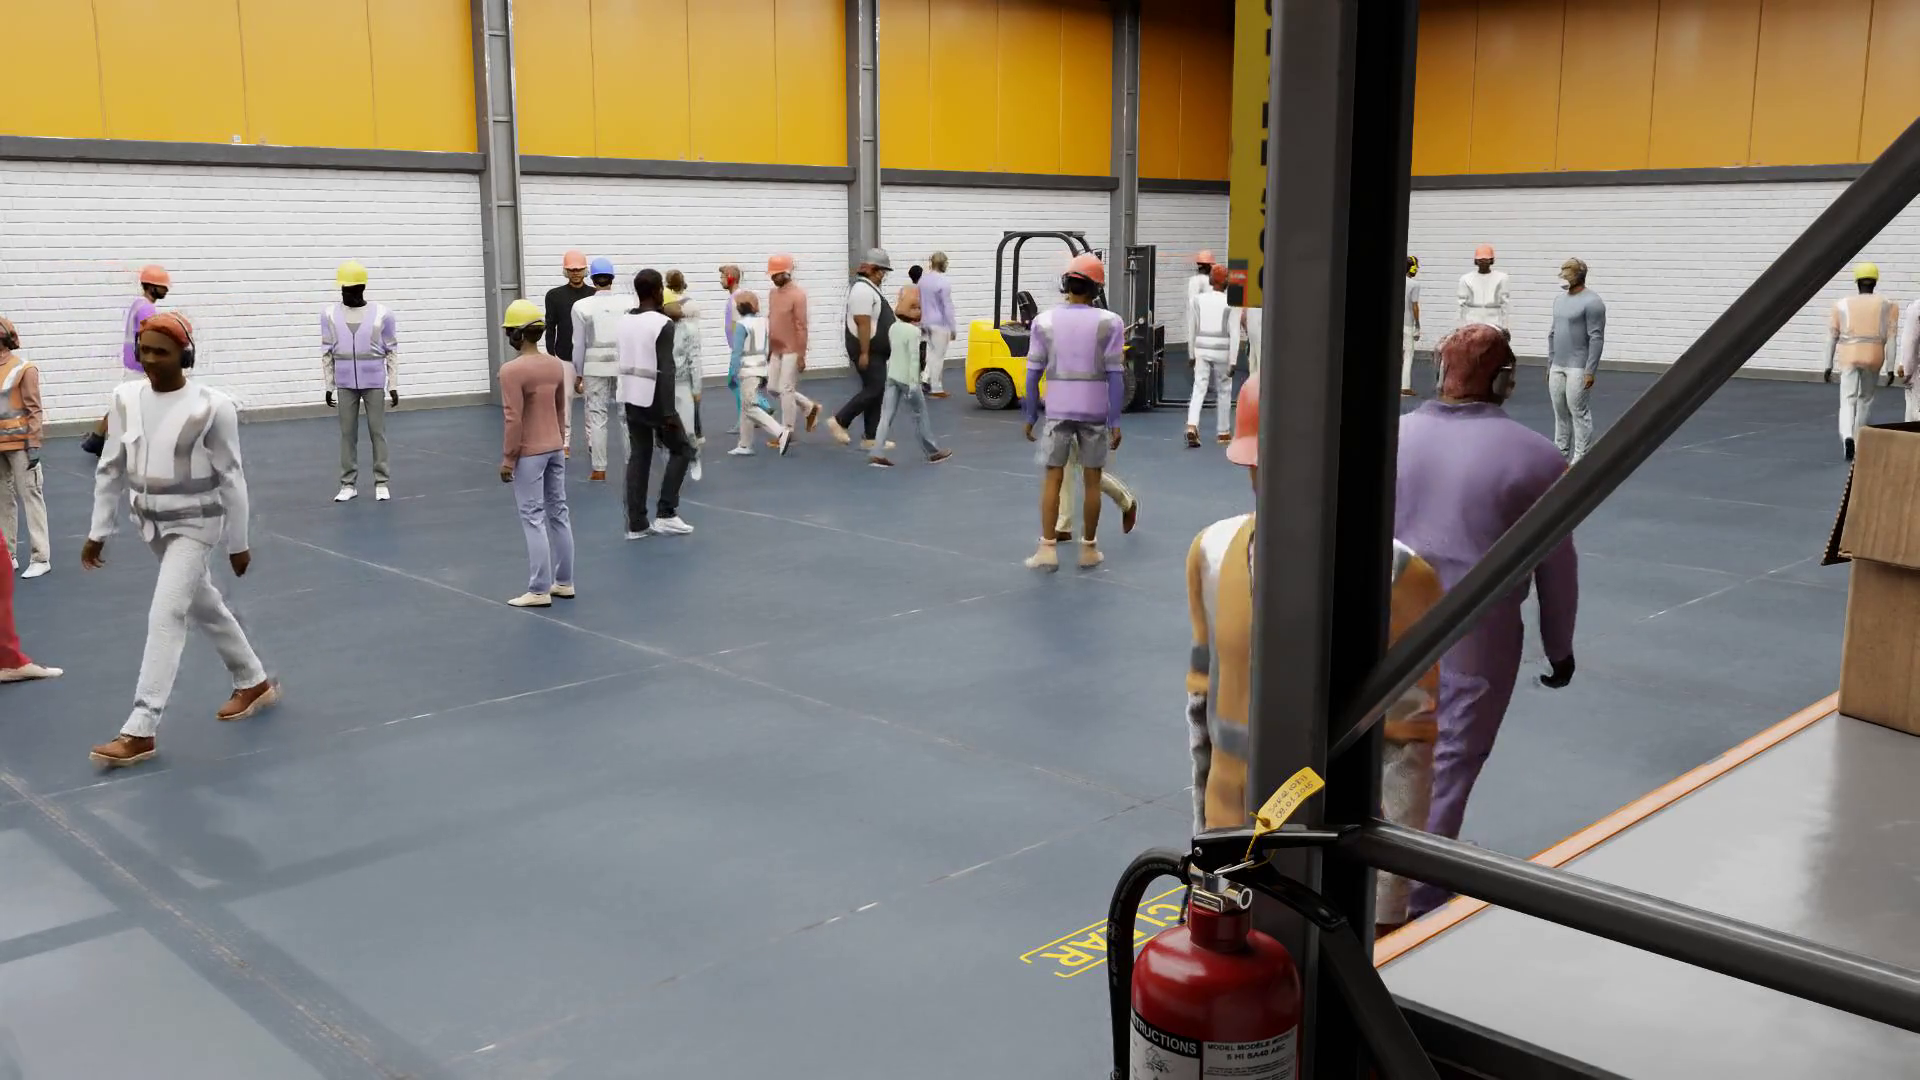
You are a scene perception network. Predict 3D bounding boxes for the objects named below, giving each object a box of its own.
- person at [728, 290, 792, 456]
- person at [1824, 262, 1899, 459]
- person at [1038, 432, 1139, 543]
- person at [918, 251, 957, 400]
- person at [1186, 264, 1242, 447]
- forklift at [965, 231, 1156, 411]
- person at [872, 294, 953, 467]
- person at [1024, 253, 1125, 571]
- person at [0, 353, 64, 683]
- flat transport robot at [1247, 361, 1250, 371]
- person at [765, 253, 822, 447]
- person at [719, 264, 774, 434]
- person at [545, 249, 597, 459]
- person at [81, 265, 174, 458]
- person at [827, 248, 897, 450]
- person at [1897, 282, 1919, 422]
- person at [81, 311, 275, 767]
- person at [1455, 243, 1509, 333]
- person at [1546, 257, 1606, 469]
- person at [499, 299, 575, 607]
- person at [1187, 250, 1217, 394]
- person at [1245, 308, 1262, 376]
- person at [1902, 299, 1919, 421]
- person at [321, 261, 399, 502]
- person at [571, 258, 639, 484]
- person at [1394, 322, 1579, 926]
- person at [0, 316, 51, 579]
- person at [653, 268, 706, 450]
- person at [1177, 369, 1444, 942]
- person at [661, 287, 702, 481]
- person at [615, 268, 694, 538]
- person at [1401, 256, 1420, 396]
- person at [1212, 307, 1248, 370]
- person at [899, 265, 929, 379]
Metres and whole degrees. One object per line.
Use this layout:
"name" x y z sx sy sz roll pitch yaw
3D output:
"person" -1.939 -1.582 15.942 0.734 1.615 0.526 4 11 20
"person" 8.622 -1.714 15.926 0.602 1.889 0.848 5 11 23
"person" 0.900 -0.778 11.567 0.690 1.608 0.540 -5 12 -27
"person" -0.278 -2.778 21.600 0.436 1.927 0.662 -7 13 -34
"person" 2.547 -1.864 16.844 0.588 1.856 0.914 5 12 26
"forklift" 1.222 -2.721 20.561 2.313 2.155 1.214 2 11 13
"person" -0.480 -1.472 15.393 0.851 1.584 0.515 -8 13 -37
"person" 0.709 -0.796 10.598 0.663 2.017 0.617 2 11 11
"person" -4.665 -0.142 7.719 0.689 1.742 0.527 -7 13 -34
"flat transport robot" 4.814 -2.725 25.831 0.652 0.197 1.431 1 10 7
"person" -1.692 -1.916 16.813 0.679 1.955 0.669 -8 13 -35
"person" -2.326 -2.038 17.855 0.481 1.826 0.575 -1 10 -4
"person" -3.647 -1.769 15.916 0.612 1.995 0.393 -4 11 -19
"person" -7.900 -1.687 15.881 1.029 1.866 0.556 -4 11 -21
"person" -0.925 -1.904 16.527 0.652 2.000 0.711 1 10 4
"person" 9.604 -1.794 16.526 0.596 1.826 0.403 -2 11 -9
"person" -3.267 -0.041 6.974 0.583 1.828 1.041 4 11 21
"person" 6.642 -2.749 21.182 0.654 2.016 0.754 4 11 19
"person" 5.416 -1.521 14.720 0.354 1.936 0.635 -3 11 -16
"person" -2.468 -0.494 9.590 0.329 1.767 0.529 5 11 23
"person" 3.275 -2.919 22.351 0.398 1.925 0.555 -5 12 -25
"person" 3.341 -2.204 18.645 0.312 1.865 0.535 -2 11 -13
"person" 8.849 -1.532 14.964 0.663 1.873 0.715 1 10 7
"person" -4.815 -1.265 13.366 0.588 1.923 0.383 -1 10 -6
"person" -3.030 -1.448 14.323 0.602 1.937 0.407 -4 11 -20
"person" 1.563 0.282 5.077 0.918 1.866 0.658 -10 14 -44
"person" -5.942 -0.575 10.382 0.511 1.638 0.307 3 11 13
"person" -2.836 -1.802 16.625 0.504 1.814 0.836 2 11 13
"person" 0.593 0.607 3.171 0.564 1.909 0.791 8 13 38
"person" -2.398 -1.254 13.885 0.491 1.720 0.452 1 10 5
"person" -2.145 -0.961 11.773 0.615 1.897 0.603 8 13 38
"person" 5.933 -2.852 22.202 0.330 1.861 0.531 -6 12 -31
"person" 4.439 -3.558 26.100 0.643 1.858 1.022 -8 13 -38
"person" -0.652 -3.226 24.698 0.532 1.694 0.320 4 11 20
